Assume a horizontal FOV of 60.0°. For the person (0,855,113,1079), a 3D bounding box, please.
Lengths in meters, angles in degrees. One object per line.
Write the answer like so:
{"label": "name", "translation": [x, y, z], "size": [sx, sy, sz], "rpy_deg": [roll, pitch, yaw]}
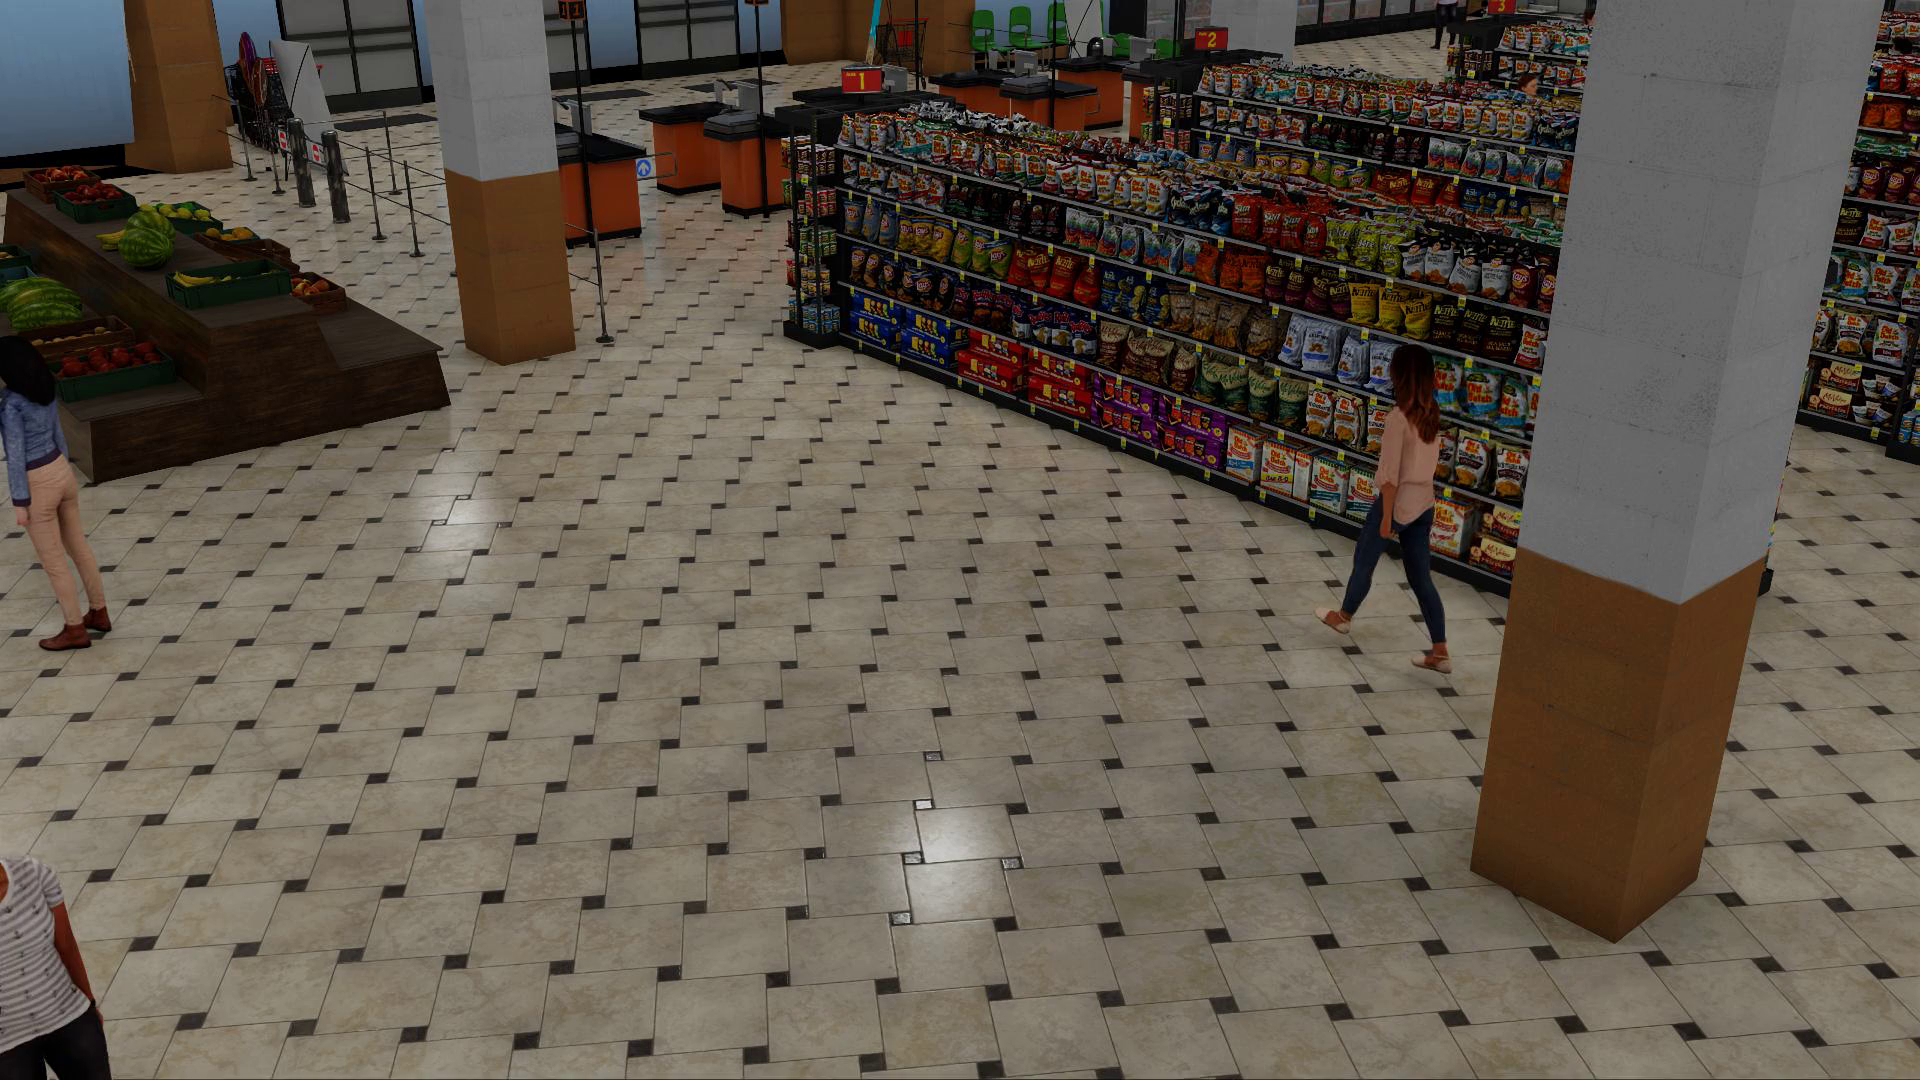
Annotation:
{"label": "person", "translation": [-2.955, 1.486, 5.228], "size": [0.579, 1.639, 0.768], "rpy_deg": [-19, 30, -37]}

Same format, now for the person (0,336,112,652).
{"label": "person", "translation": [-4.959, -0.262, 9.052], "size": [0.743, 1.776, 0.693], "rpy_deg": [3, 24, 8]}

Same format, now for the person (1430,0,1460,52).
{"label": "person", "translation": [9.460, -10.465, 32.293], "size": [0.759, 1.836, 0.774], "rpy_deg": [-3, 24, -7]}

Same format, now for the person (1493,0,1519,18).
{"label": "person", "translation": [9.672, -9.241, 29.643], "size": [0.634, 1.718, 0.749], "rpy_deg": [18, 30, 36]}

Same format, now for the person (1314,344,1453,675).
{"label": "person", "translation": [2.407, -0.113, 8.759], "size": [0.653, 1.738, 1.175], "rpy_deg": [-16, 29, -33]}
